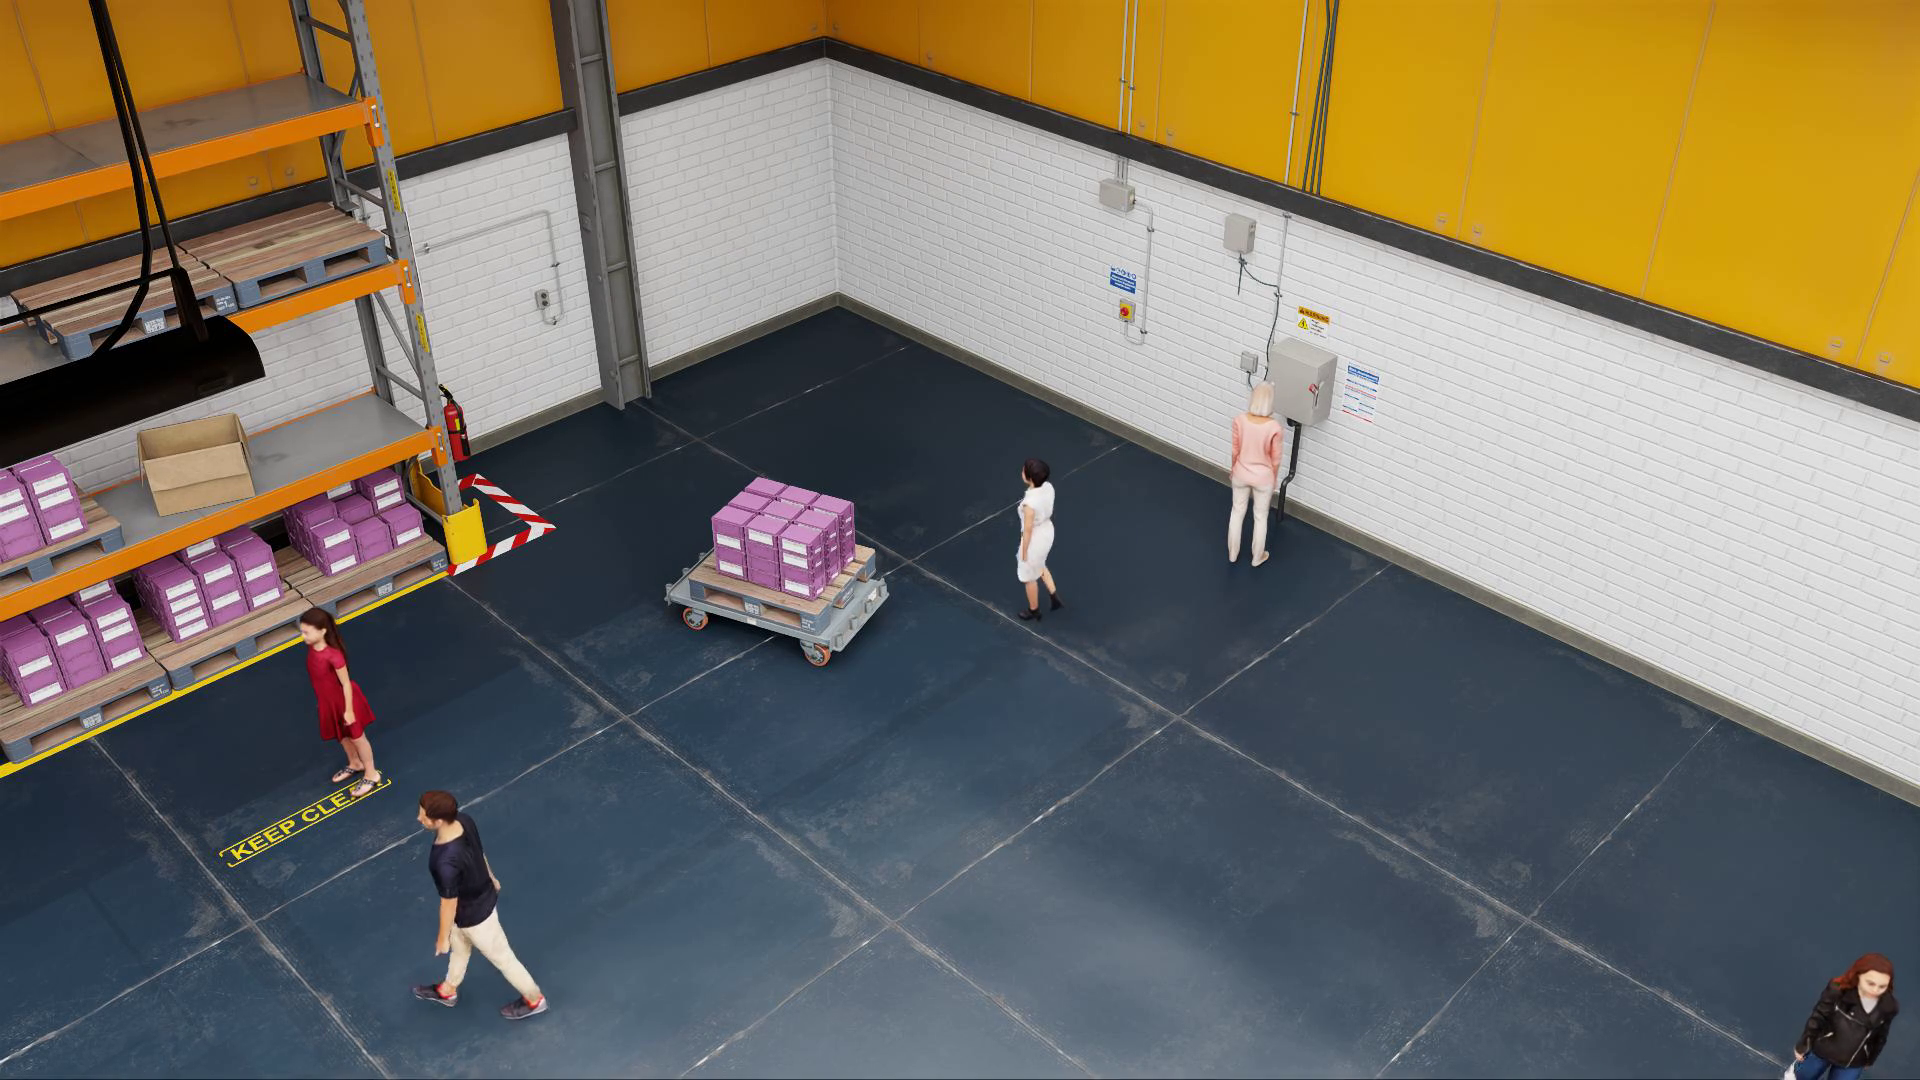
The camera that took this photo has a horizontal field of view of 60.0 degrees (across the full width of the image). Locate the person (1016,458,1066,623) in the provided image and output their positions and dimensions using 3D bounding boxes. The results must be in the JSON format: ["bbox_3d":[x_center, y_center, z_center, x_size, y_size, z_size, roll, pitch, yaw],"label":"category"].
[{"bbox_3d":[0.684,0.036,13.378,0.704,1.540,0.708,20,38,27],"label":"person"}]

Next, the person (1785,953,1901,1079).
[{"bbox_3d":[4.902,2.794,9.298,0.786,1.464,0.979,12,36,18],"label":"person"}]

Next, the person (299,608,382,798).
[{"bbox_3d":[-4.387,1.112,11.748,0.572,1.553,0.634,22,40,30],"label":"person"}]

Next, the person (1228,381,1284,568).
[{"bbox_3d":[2.492,-0.562,14.111,0.662,1.725,0.632,15,36,21],"label":"person"}]

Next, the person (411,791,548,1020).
[{"bbox_3d":[-2.787,2.189,9.890,1.170,1.816,1.056,-4,34,-6],"label":"person"}]
